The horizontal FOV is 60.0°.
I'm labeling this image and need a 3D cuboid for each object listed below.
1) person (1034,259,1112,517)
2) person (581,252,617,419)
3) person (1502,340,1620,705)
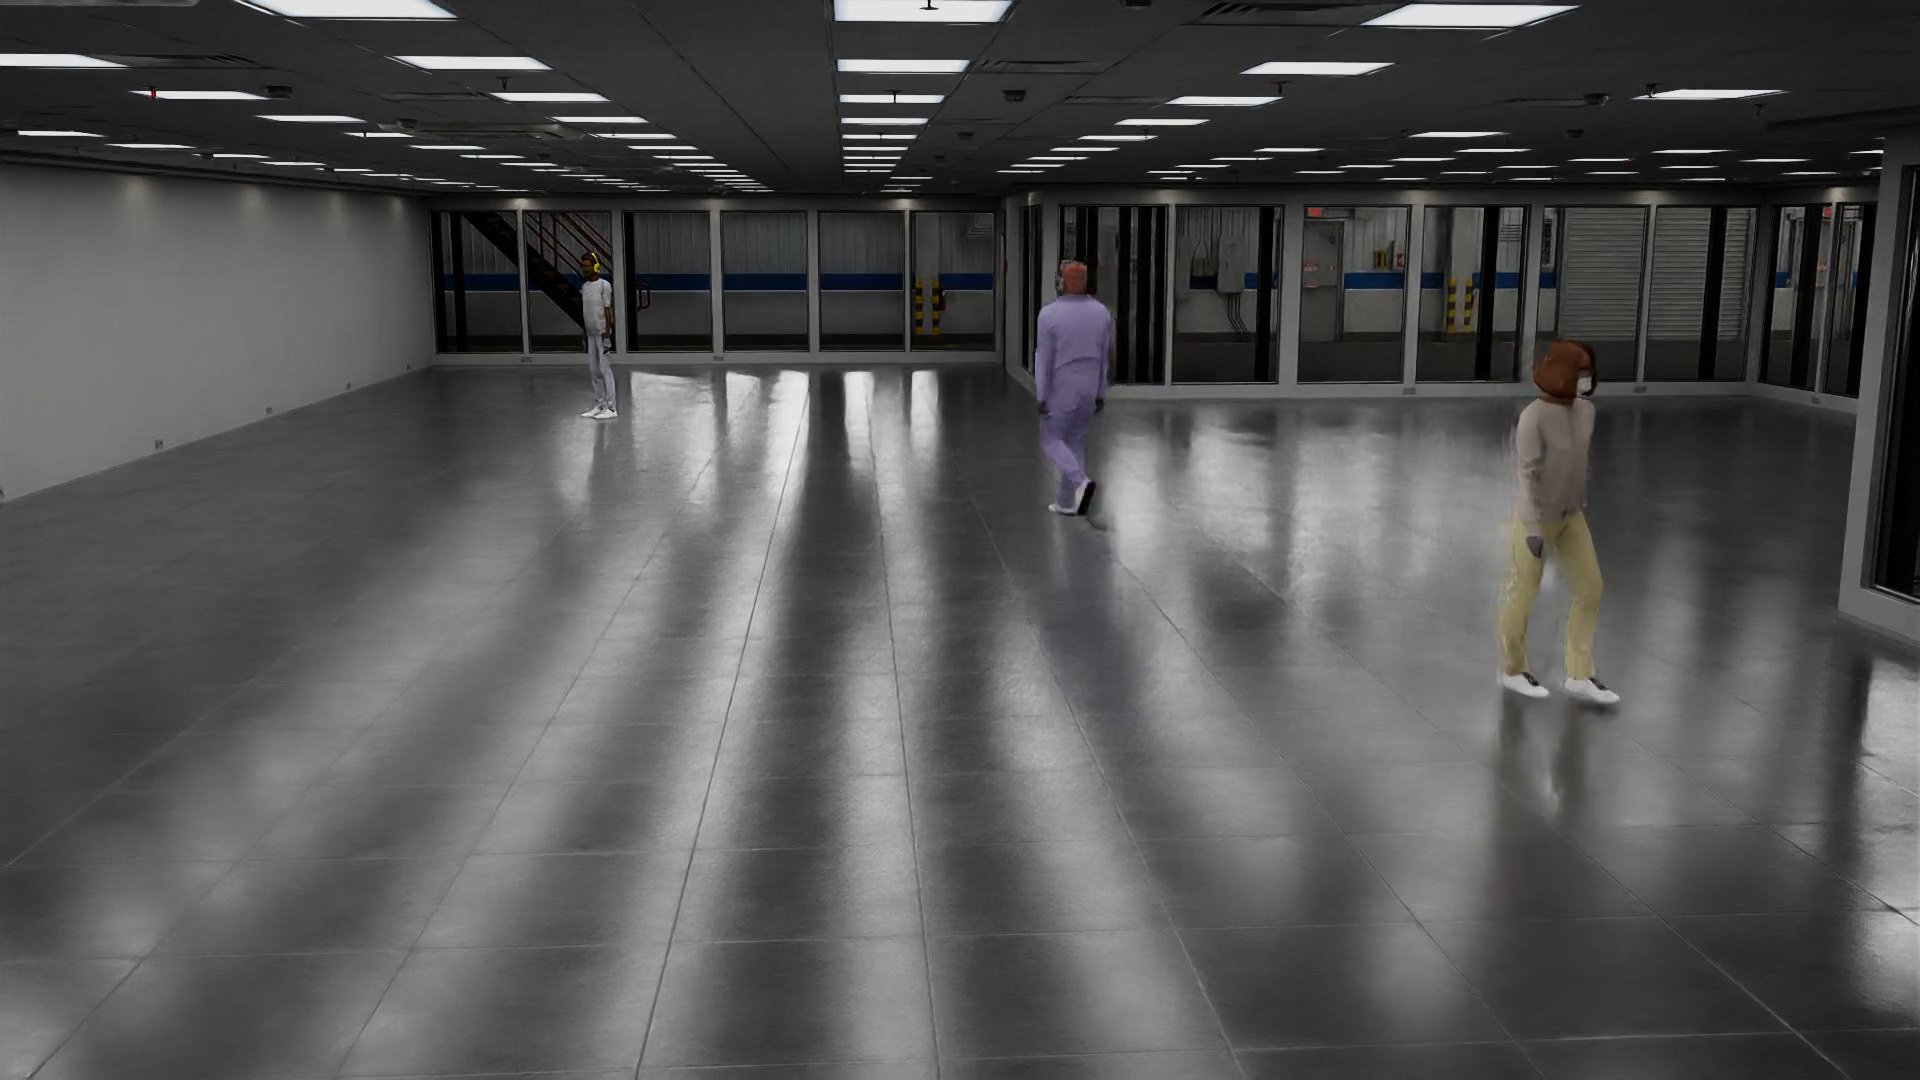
[{"bbox_3d":[0.827,-1.078,12.054,0.650,1.888,0.664,-6,12,-31],"label":"person"},{"bbox_3d":[-4.071,-2.282,18.643,0.502,1.862,0.328,9,14,40],"label":"person"},{"bbox_3d":[2.680,-0.064,7.301,0.533,1.609,0.644,-7,12,-32],"label":"person"}]
